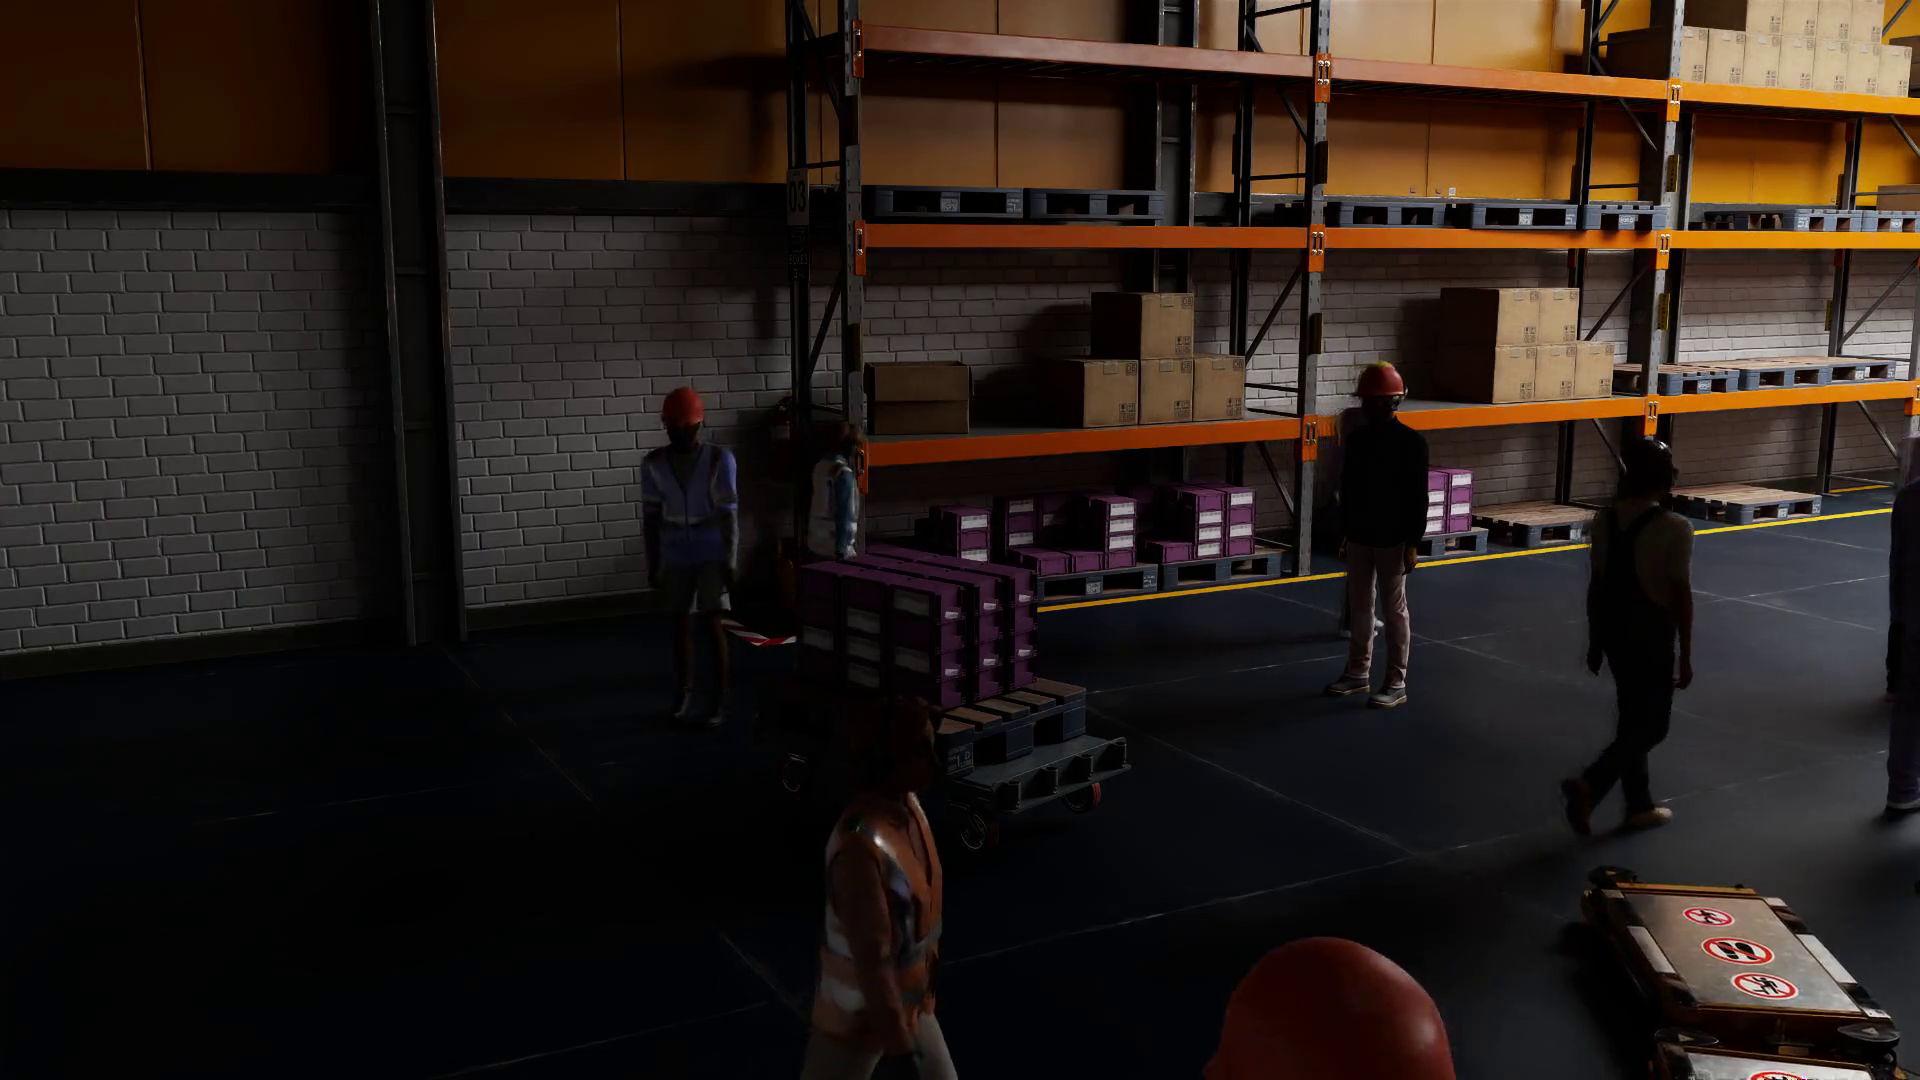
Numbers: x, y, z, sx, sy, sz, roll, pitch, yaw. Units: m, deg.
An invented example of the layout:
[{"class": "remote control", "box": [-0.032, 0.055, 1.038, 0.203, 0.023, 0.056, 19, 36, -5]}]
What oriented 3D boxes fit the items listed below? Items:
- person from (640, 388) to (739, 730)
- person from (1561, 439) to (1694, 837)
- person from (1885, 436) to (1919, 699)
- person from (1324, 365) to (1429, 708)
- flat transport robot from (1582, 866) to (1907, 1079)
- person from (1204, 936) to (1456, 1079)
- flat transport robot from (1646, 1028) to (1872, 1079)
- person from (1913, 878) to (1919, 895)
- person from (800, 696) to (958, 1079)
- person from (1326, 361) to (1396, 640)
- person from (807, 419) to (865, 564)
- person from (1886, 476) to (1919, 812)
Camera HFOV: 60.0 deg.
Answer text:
[{"class": "person", "box": [-1.491, 0.109, 9.225, 0.561, 1.915, 0.512, 1, 10, 5]}, {"class": "person", "box": [2.976, 0.463, 7.430, 0.728, 1.821, 0.540, -5, 11, -29]}, {"class": "person", "box": [5.797, 0.028, 9.747, 0.570, 1.883, 0.590, -5, 11, -27]}, {"class": "person", "box": [2.433, -0.024, 9.713, 0.384, 1.993, 0.622, -7, 12, -34]}, {"class": "flat transport robot", "box": [2.702, 1.505, 5.871, 0.652, 0.197, 1.431, 1, 10, 8]}, {"class": "person", "box": [0.443, 1.378, 1.830, 0.629, 1.941, 1.045, -3, 10, -15]}, {"class": "flat transport robot", "box": [2.320, 1.743, 4.497, 0.652, 0.197, 1.431, 2, 10, 13]}, {"class": "person", "box": [4.343, 0.526, 6.655, 0.713, 1.959, 0.659, 3, 10, 19]}, {"class": "person", "box": [-0.183, 1.160, 4.057, 0.879, 1.591, 0.509, 3, 10, 17]}, {"class": "person", "box": [2.846, -0.267, 11.350, 0.641, 1.905, 0.624, -5, 11, -28]}, {"class": "person", "box": [-0.775, 0.054, 10.362, 0.515, 1.607, 0.570, -5, 11, -25]}, {"class": "person", "box": [4.592, 0.376, 7.664, 0.401, 1.910, 0.640, -2, 10, -13]}]
